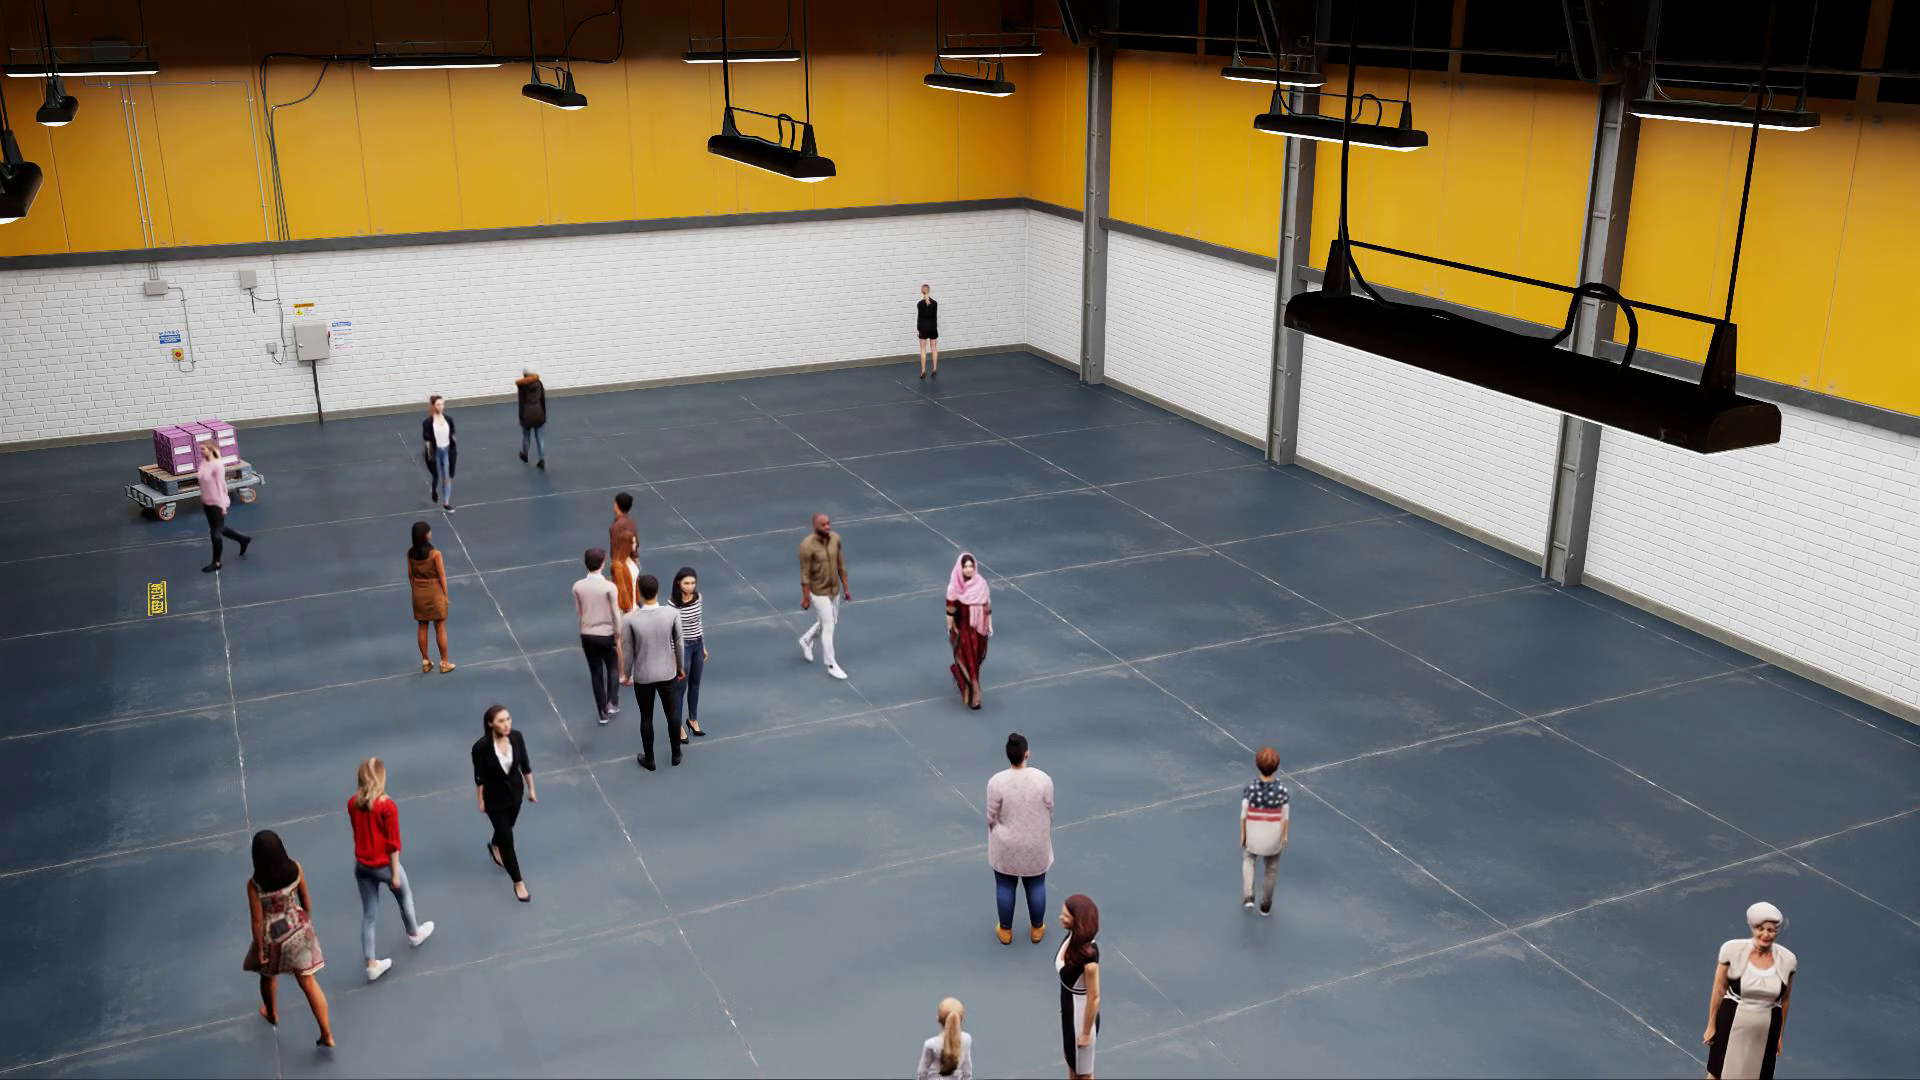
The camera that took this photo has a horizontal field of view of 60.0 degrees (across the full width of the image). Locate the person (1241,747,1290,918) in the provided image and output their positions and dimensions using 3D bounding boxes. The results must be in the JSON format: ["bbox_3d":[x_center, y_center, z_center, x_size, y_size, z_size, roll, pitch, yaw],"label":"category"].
[{"bbox_3d":[2.402,2.335,13.143,0.651,1.429,0.708,5,19,13],"label":"person"}]

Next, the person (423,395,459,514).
[{"bbox_3d":[-7.318,-1.220,23.315,0.718,1.674,0.830,-14,23,-35],"label":"person"}]

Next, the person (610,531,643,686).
[{"bbox_3d":[-3.614,0.718,17.507,0.776,1.708,0.696,2,19,6],"label":"person"}]

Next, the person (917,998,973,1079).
[{"bbox_3d":[-0.066,3.426,10.172,0.509,1.256,0.851,-10,21,-26],"label":"person"}]

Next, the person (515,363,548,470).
[{"bbox_3d":[-6.482,-1.862,25.333,0.747,1.604,1.000,-13,22,-33],"label":"person"}]

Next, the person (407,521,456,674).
[{"bbox_3d":[-5.701,0.615,17.848,0.644,1.686,0.680,4,19,11],"label":"person"}]

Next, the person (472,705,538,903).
[{"bbox_3d":[-3.767,2.083,13.592,0.840,1.620,1.150,-17,25,-42],"label":"person"}]

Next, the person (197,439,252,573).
[{"bbox_3d":[-9.377,-0.472,21.102,1.035,1.670,0.969,13,23,34],"label":"person"}]

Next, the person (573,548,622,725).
[{"bbox_3d":[-3.628,0.988,16.576,0.733,1.791,0.764,1,19,2],"label":"person"}]

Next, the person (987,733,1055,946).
[{"bbox_3d":[0.457,2.291,12.786,0.781,1.740,0.762,-1,19,-3],"label":"person"}]

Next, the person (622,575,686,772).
[{"bbox_3d":[-2.868,1.238,15.629,0.744,1.921,0.635,-7,20,-20],"label":"person"}]

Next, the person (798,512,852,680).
[{"bbox_3d":[-1.504,0.549,17.869,1.193,1.797,0.994,16,24,38],"label":"person"}]

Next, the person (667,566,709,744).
[{"bbox_3d":[-2.655,1.105,16.225,0.663,1.793,0.672,14,23,36],"label":"person"}]

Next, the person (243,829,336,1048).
[{"bbox_3d":[-4.635,2.793,11.509,1.223,1.603,0.931,16,25,40],"label":"person"}]

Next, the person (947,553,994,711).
[{"bbox_3d":[0.075,0.889,17.157,0.607,1.607,0.985,-9,20,-24],"label":"person"}]

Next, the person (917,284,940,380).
[{"bbox_3d":[-0.612,-3.908,31.151,0.573,1.768,0.520,-8,20,-22],"label":"person"}]

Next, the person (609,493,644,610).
[{"bbox_3d":[-3.660,0.385,18.465,1.033,1.728,0.964,6,20,17],"label":"person"}]

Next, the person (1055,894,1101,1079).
[{"bbox_3d":[0.748,3.033,10.498,0.682,1.795,0.512,-4,19,-12],"label":"person"}]

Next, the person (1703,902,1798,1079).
[{"bbox_3d":[4.938,3.070,10.449,0.698,1.756,0.738,5,19,14],"label":"person"}]

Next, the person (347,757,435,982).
[{"bbox_3d":[-4.364,2.477,12.341,0.986,1.671,1.058,7,20,19],"label":"person"}]
